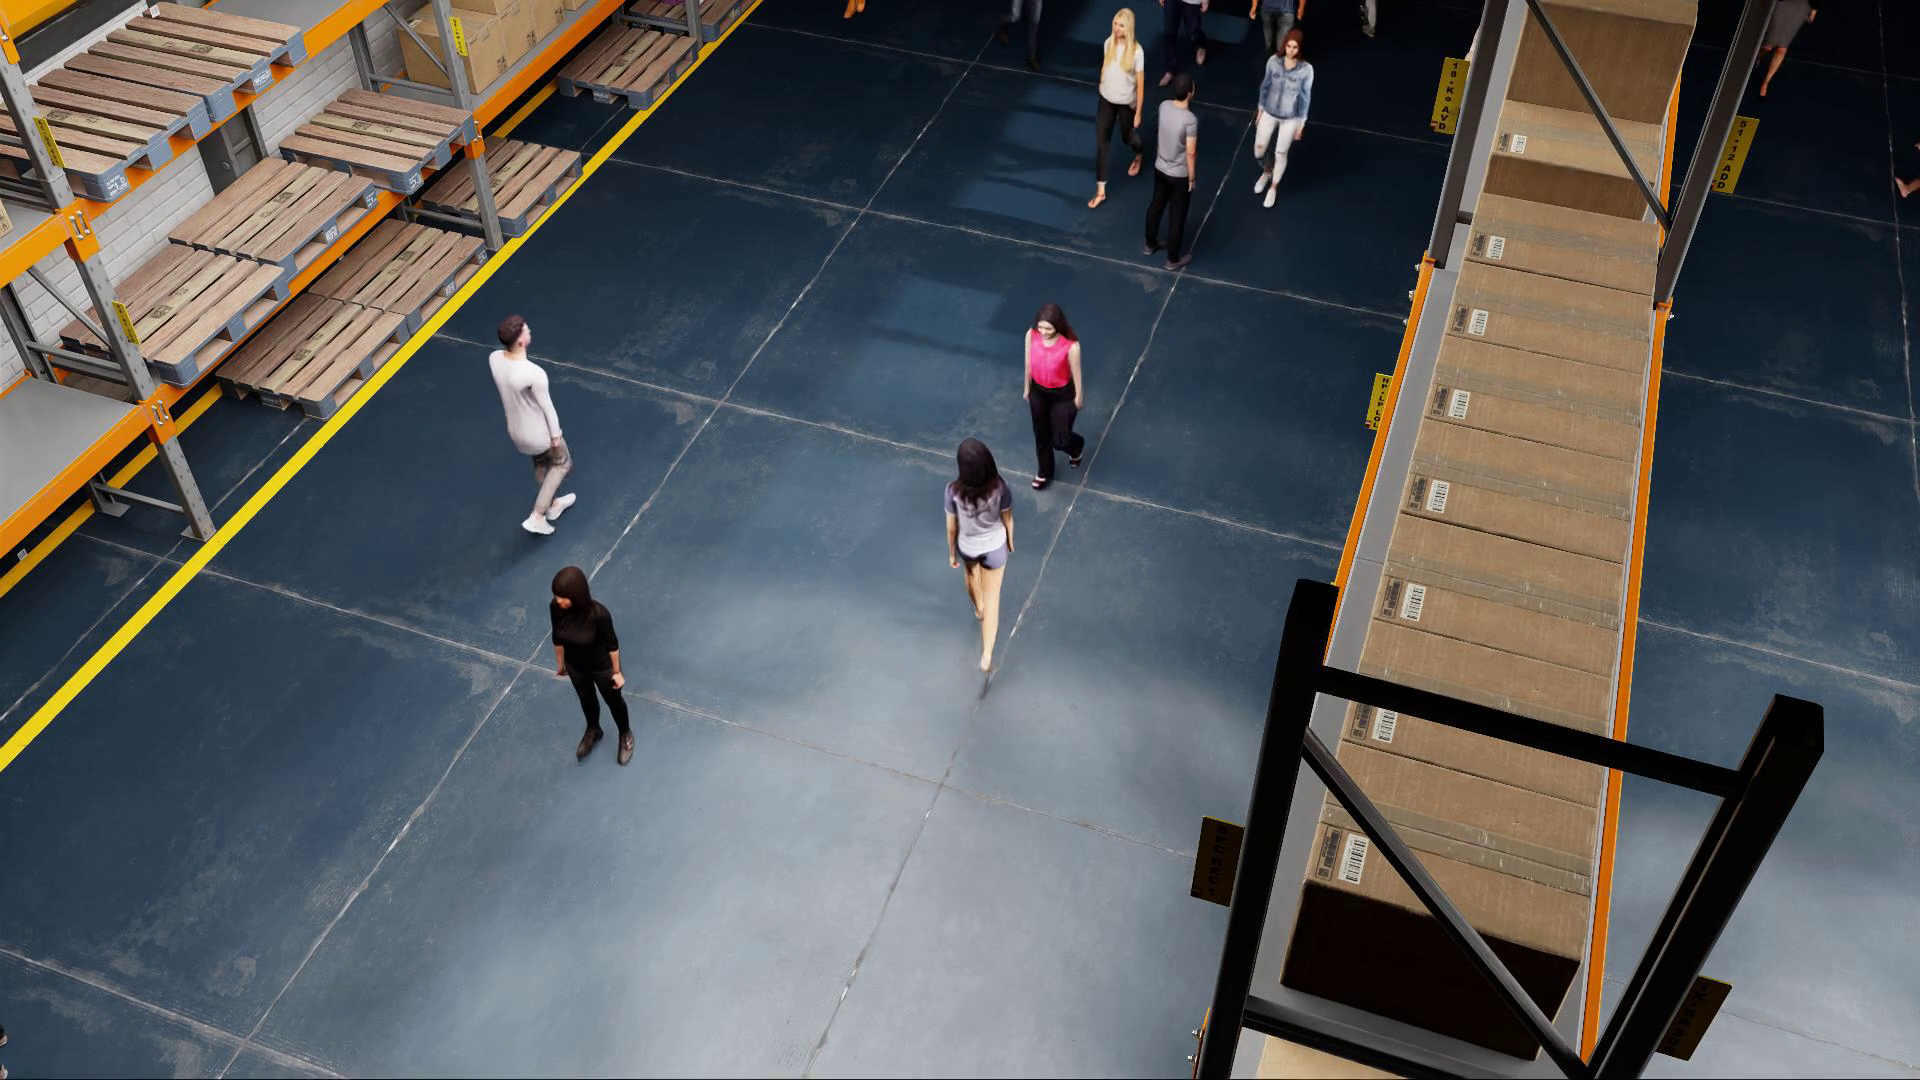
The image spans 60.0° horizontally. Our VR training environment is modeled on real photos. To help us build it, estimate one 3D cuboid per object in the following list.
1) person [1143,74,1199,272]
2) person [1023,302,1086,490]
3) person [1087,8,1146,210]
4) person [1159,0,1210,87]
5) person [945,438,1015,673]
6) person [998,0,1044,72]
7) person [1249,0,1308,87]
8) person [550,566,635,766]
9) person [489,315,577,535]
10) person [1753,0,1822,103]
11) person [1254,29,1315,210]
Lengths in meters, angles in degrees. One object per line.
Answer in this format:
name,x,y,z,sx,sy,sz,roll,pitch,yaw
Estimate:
person,1.816,-3.159,14.198,0.696,1.750,0.686,-28,50,-26
person,0.711,-1.084,12.092,0.701,1.650,0.768,25,49,24
person,1.485,-3.943,14.990,0.768,1.793,1.198,22,48,22
person,2.275,-5.461,16.553,0.780,1.835,0.998,22,48,22
person,0.142,0.114,10.804,0.866,1.692,1.186,3,44,3
person,0.628,-5.689,16.848,1.071,1.759,1.113,-21,47,-20
person,3.169,-5.287,16.407,0.706,1.785,0.930,19,47,19
person,-2.254,0.742,10.183,0.607,1.641,0.536,10,44,10
person,-3.039,-0.767,11.630,0.776,1.829,0.907,24,49,23
person,8.113,-5.217,16.300,0.676,1.830,0.800,8,44,9
person,2.907,-3.832,14.944,0.665,1.695,0.667,19,47,19
